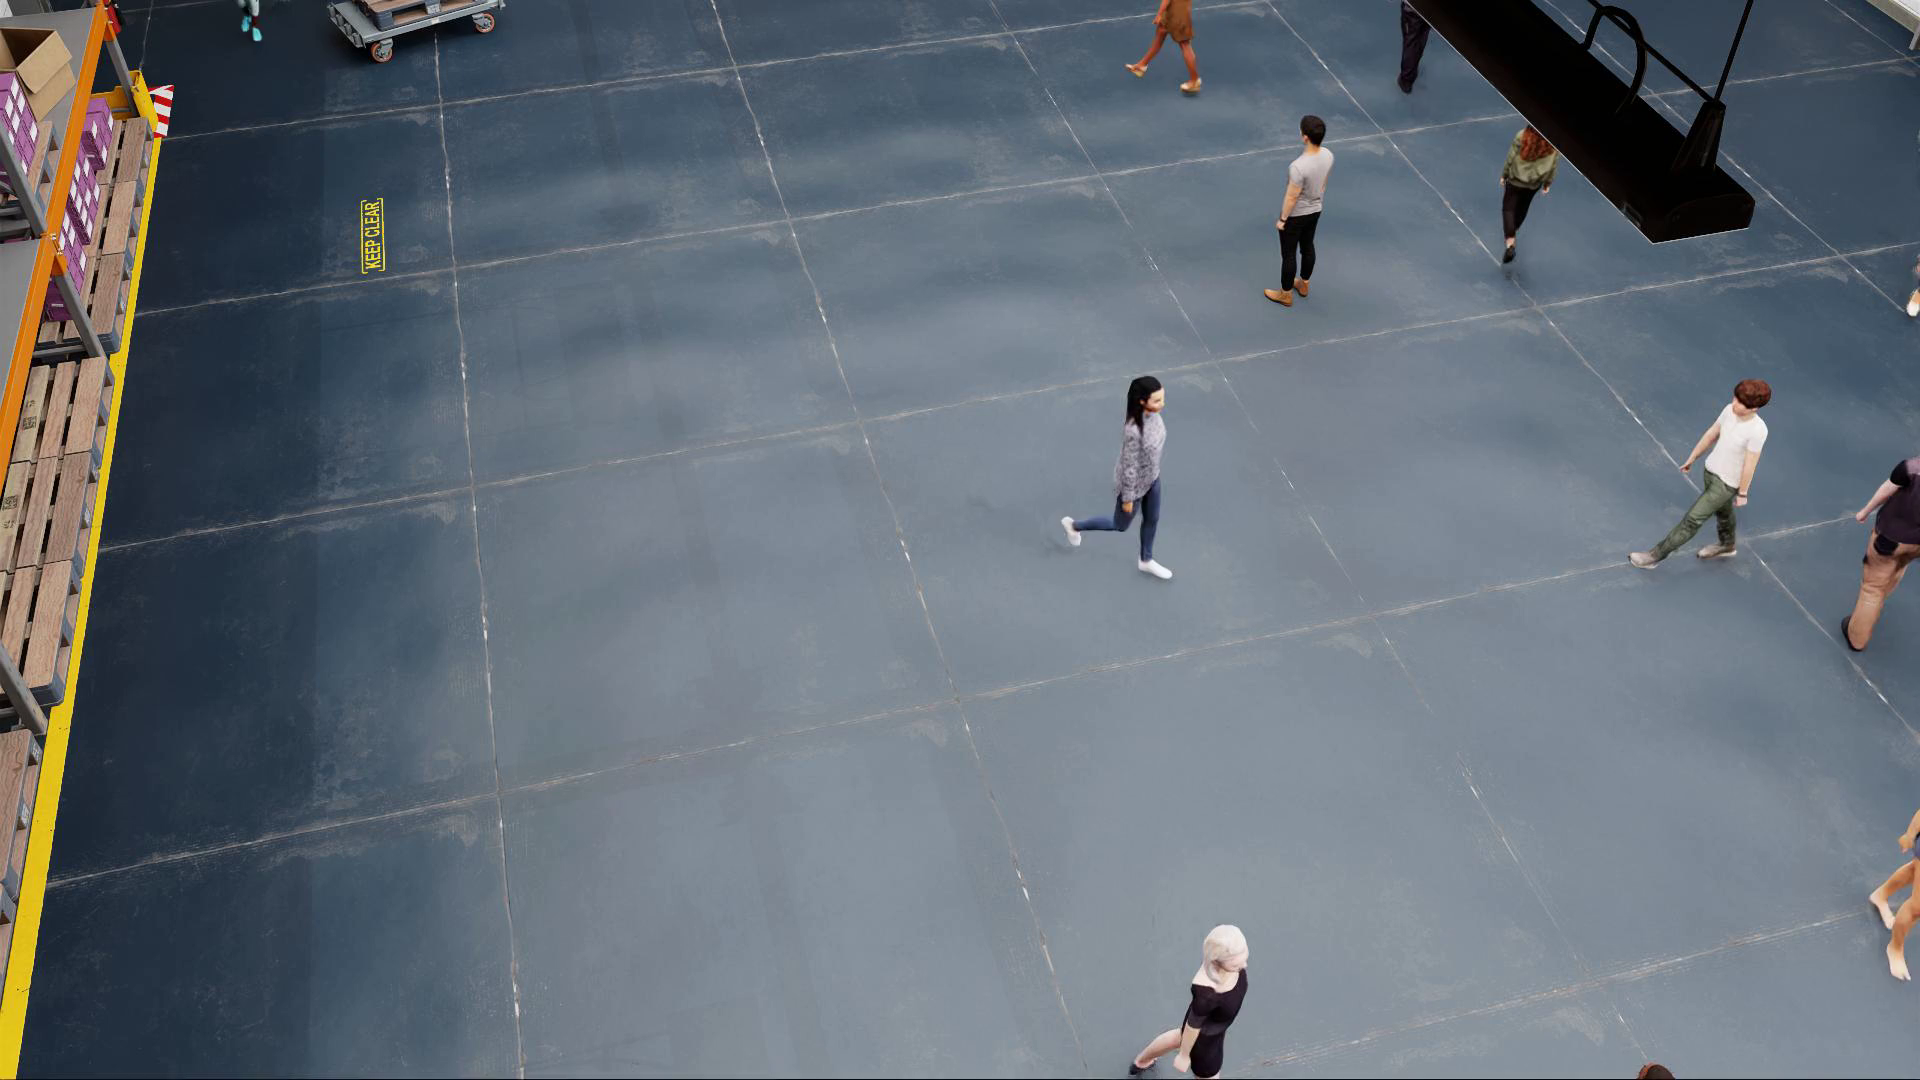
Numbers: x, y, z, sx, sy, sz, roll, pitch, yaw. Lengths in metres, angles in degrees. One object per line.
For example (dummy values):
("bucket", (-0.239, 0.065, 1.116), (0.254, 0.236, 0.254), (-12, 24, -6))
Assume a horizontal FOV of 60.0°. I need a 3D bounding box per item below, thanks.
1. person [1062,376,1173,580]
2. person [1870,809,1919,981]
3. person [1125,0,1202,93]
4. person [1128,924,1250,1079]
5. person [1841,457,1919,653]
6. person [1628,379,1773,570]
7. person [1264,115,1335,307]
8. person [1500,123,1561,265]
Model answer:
("person", (1.131, -0.446, 11.399), (1.095, 1.707, 1.061), (19, 47, 19))
("person", (5.453, 1.604, 9.246), (0.697, 1.709, 0.887), (-4, 44, -4))
("person", (2.221, -5.159, 16.391), (1.037, 1.645, 1.057), (16, 46, 16))
("person", (1.175, 2.414, 8.327), (0.940, 1.803, 0.890), (12, 45, 13))
("person", (6.177, 0.019, 10.833), (0.878, 1.815, 1.046), (4, 44, 4))
("person", (5.322, -0.429, 11.453), (0.718, 1.608, 1.062), (-7, 44, -7))
("person", (2.838, -2.732, 13.795), (0.672, 1.713, 0.644), (-26, 49, -25))
("person", (4.876, -3.067, 14.332), (0.803, 1.455, 1.006), (5, 44, 6))
